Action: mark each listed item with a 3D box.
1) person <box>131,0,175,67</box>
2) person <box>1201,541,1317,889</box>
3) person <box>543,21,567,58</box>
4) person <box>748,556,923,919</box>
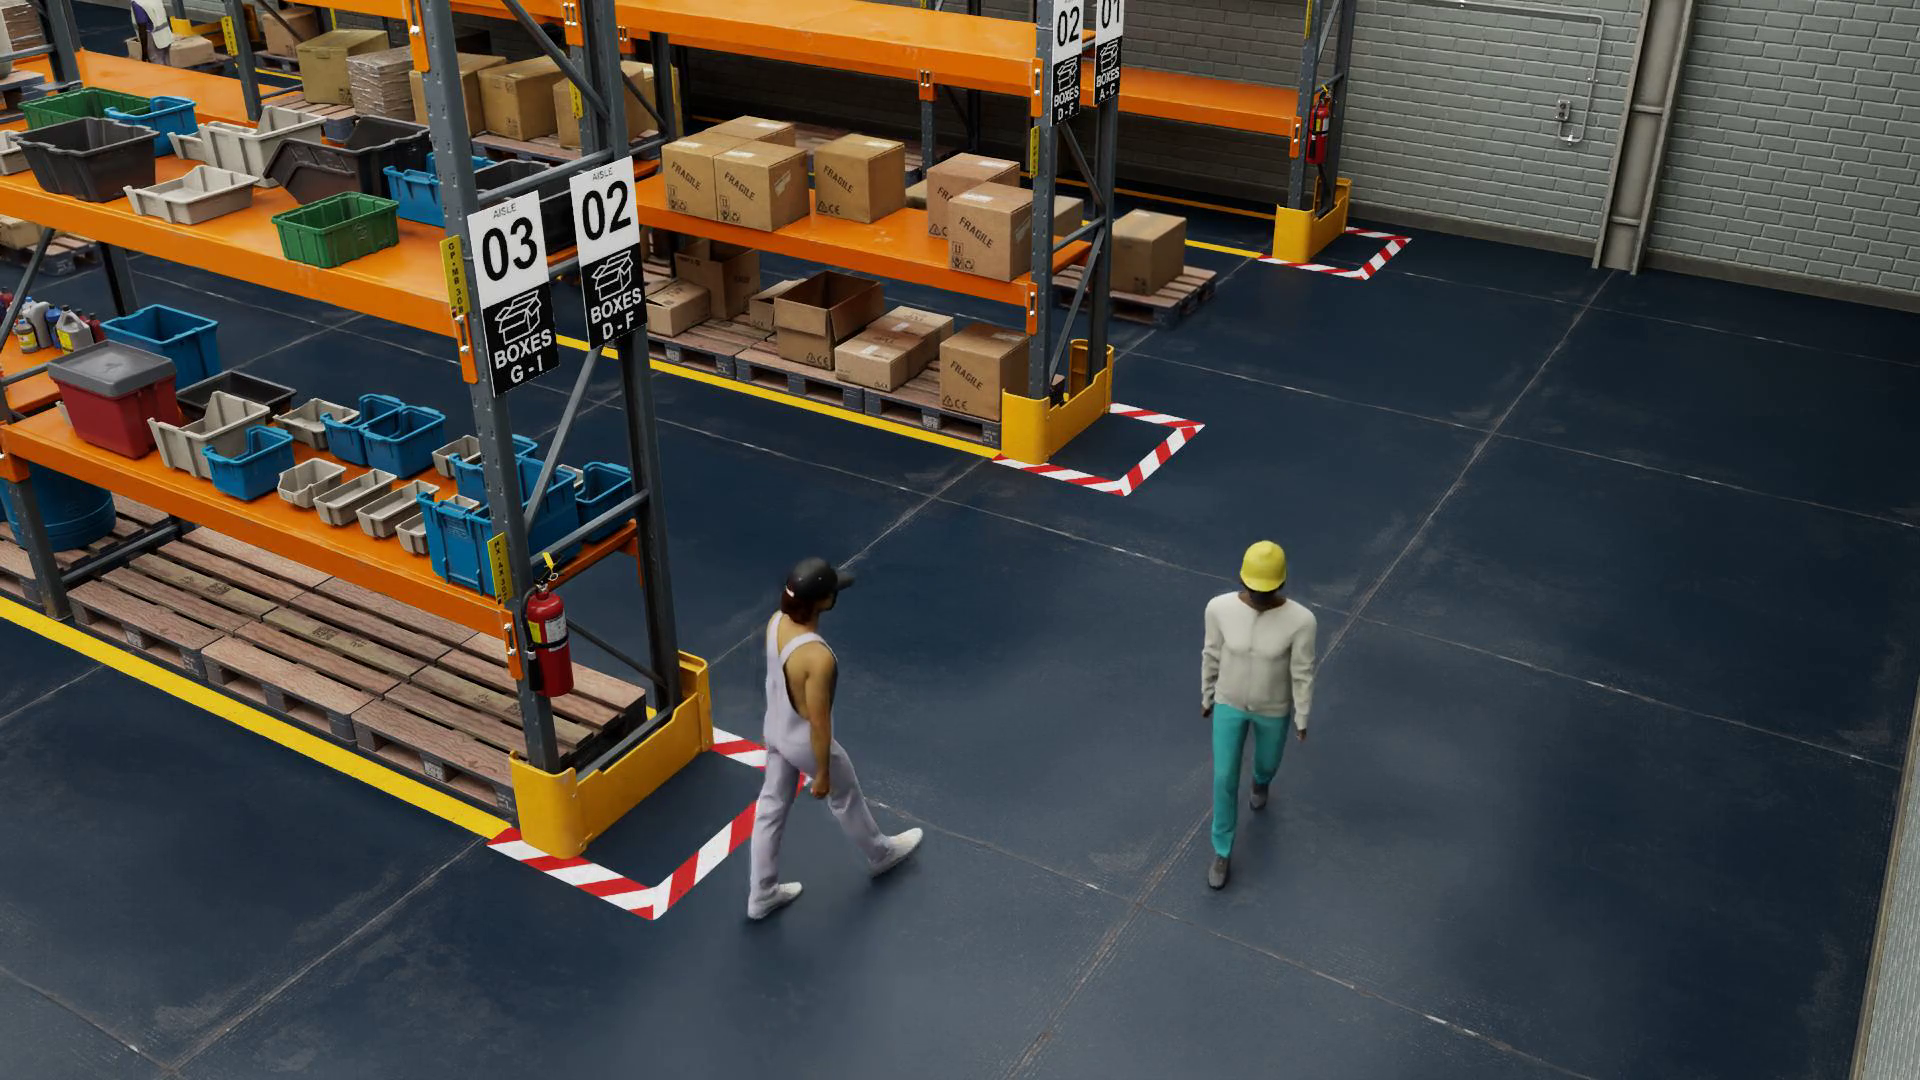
[{"bbox_3d":[-9.313,-5.706,19.267,0.394,1.836,0.557,0,29,0],"label":"person"},{"bbox_3d":[1.393,0.724,7.820,0.524,1.738,0.788,8,30,14],"label":"person"},{"bbox_3d":[-4.149,-4.512,17.258,0.318,1.699,0.534,-10,31,-17],"label":"person"},{"bbox_3d":[-0.626,0.847,7.516,0.945,1.814,0.536,-22,36,-34],"label":"person"}]
